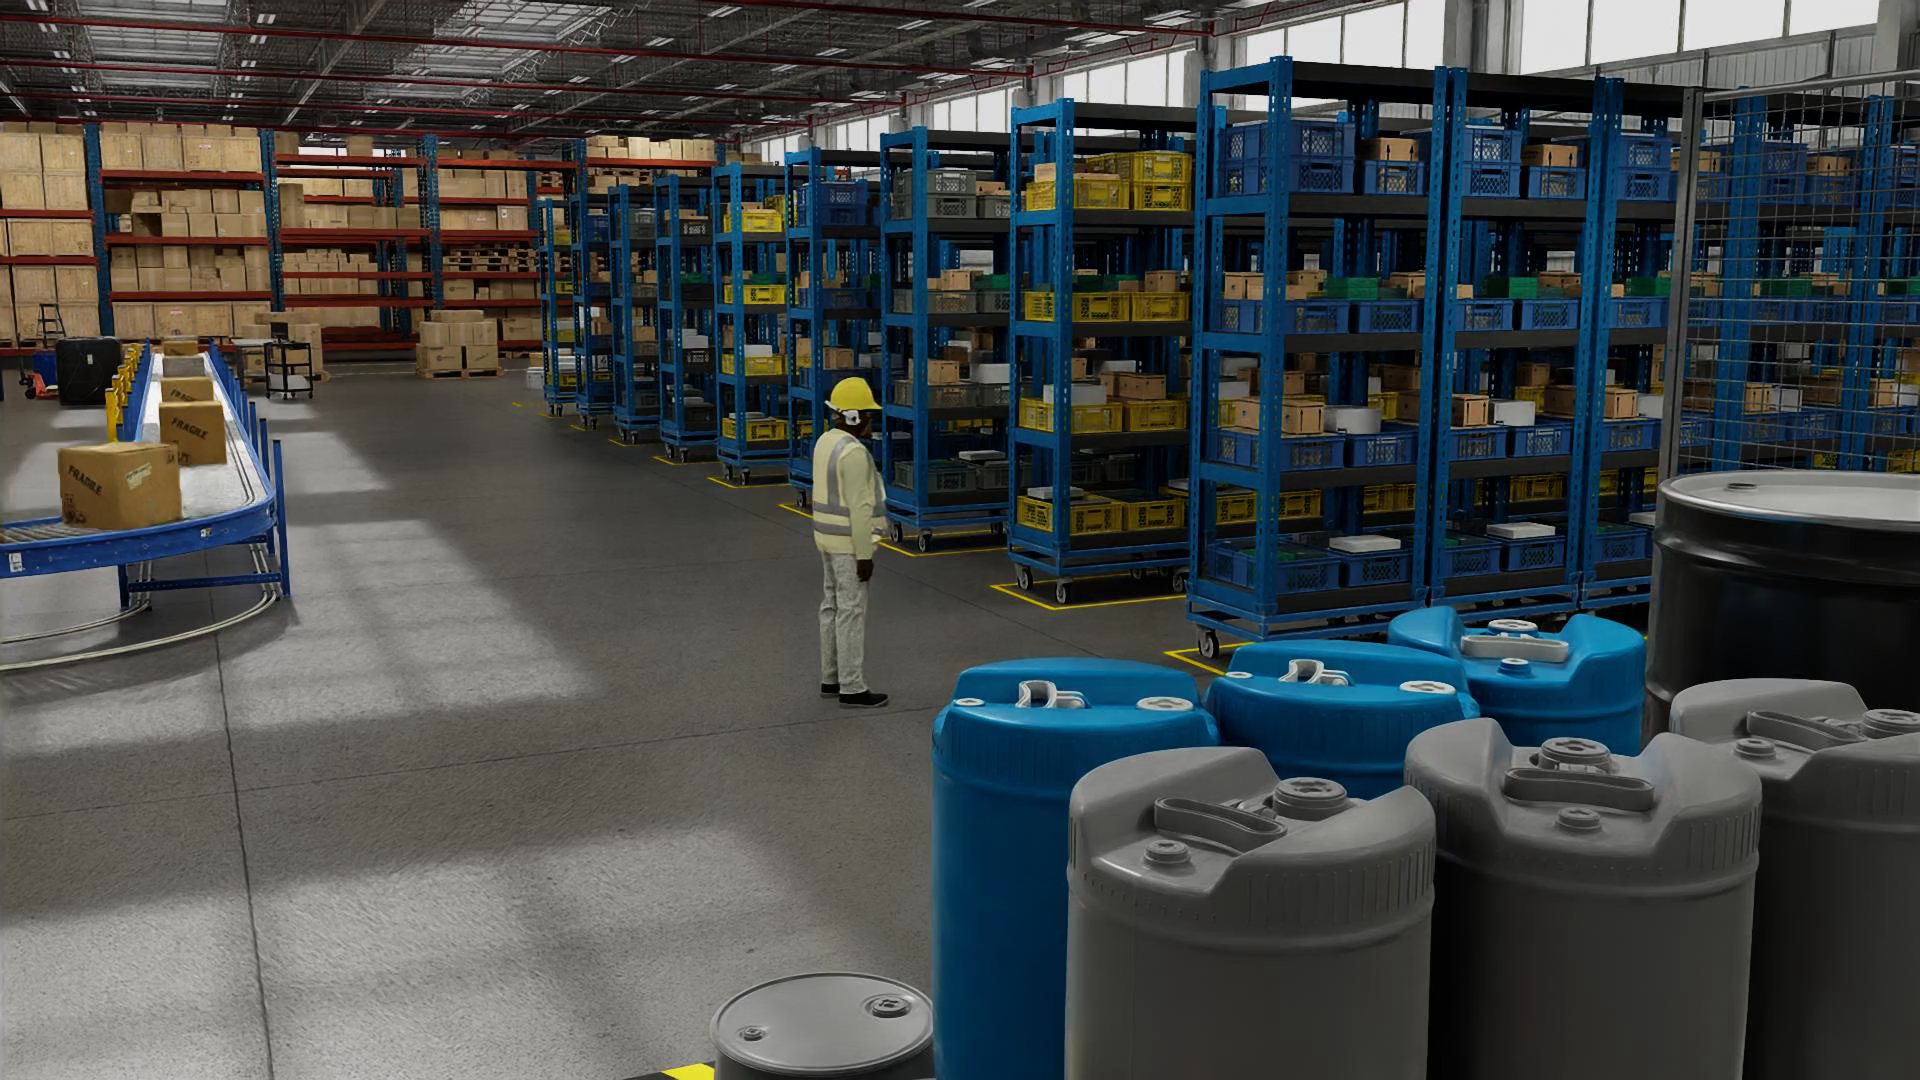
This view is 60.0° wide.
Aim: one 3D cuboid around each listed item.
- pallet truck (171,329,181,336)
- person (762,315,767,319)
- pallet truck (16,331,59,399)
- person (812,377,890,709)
[{"bbox_3d":[-17.275,-3.851,35.096,1.601,1.201,0.680,0,9,1],"label":"pallet truck"},{"bbox_3d":[-5.333,-5.548,43.483,0.615,1.923,0.802,1,9,9],"label":"person"},{"bbox_3d":[-17.082,-3.353,31.781,1.630,1.274,0.653,-4,10,-25],"label":"pallet truck"},{"bbox_3d":[-0.608,0.013,9.243,0.403,1.832,0.594,-4,10,-24],"label":"person"}]
